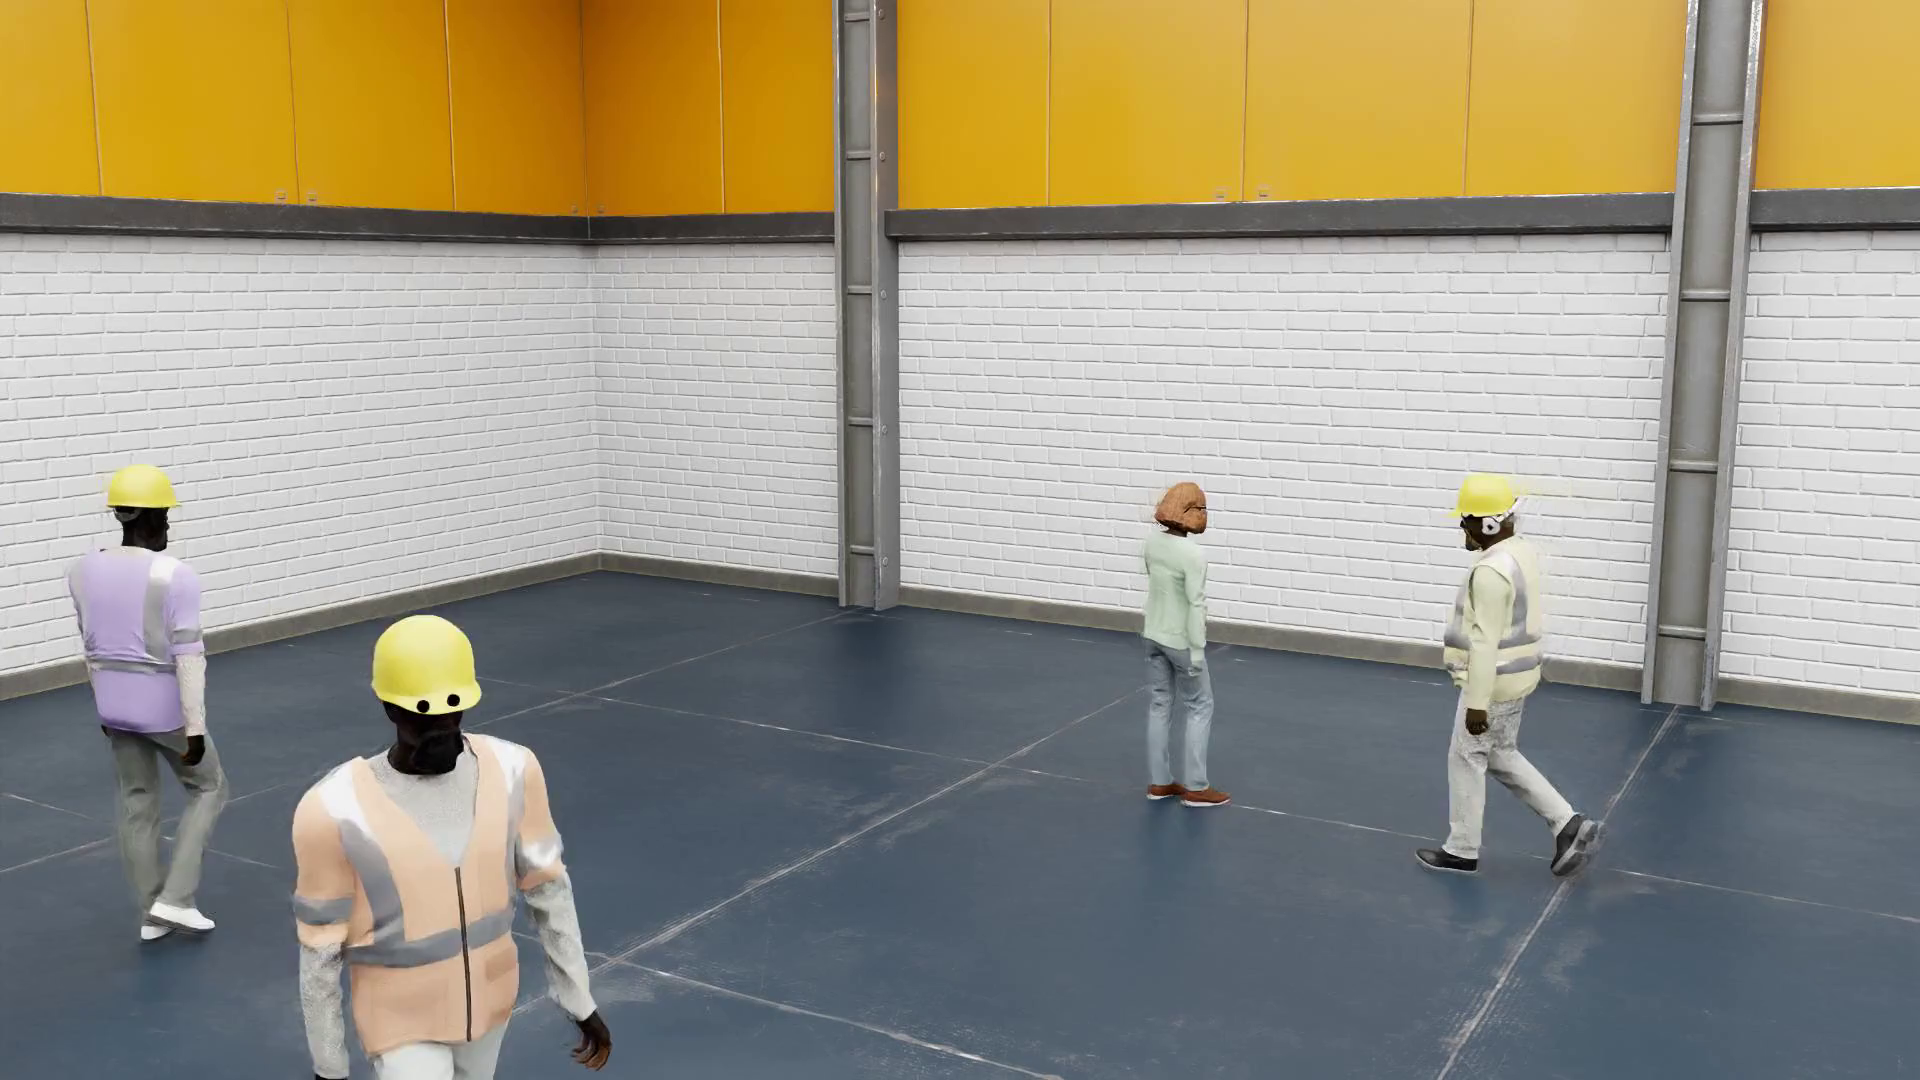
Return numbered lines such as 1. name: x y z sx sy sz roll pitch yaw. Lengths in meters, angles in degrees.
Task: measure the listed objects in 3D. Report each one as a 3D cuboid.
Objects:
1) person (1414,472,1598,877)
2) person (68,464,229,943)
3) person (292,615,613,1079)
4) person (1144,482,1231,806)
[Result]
1. person: 2.395 0.608 7.204 0.679 1.801 0.635 6 11 31
2. person: -3.183 0.651 6.553 0.600 1.911 0.413 2 9 12
3. person: -1.126 1.103 3.805 0.945 1.881 0.615 9 12 43
4. person: 1.110 0.514 8.302 0.375 1.626 0.515 -5 11 -30
